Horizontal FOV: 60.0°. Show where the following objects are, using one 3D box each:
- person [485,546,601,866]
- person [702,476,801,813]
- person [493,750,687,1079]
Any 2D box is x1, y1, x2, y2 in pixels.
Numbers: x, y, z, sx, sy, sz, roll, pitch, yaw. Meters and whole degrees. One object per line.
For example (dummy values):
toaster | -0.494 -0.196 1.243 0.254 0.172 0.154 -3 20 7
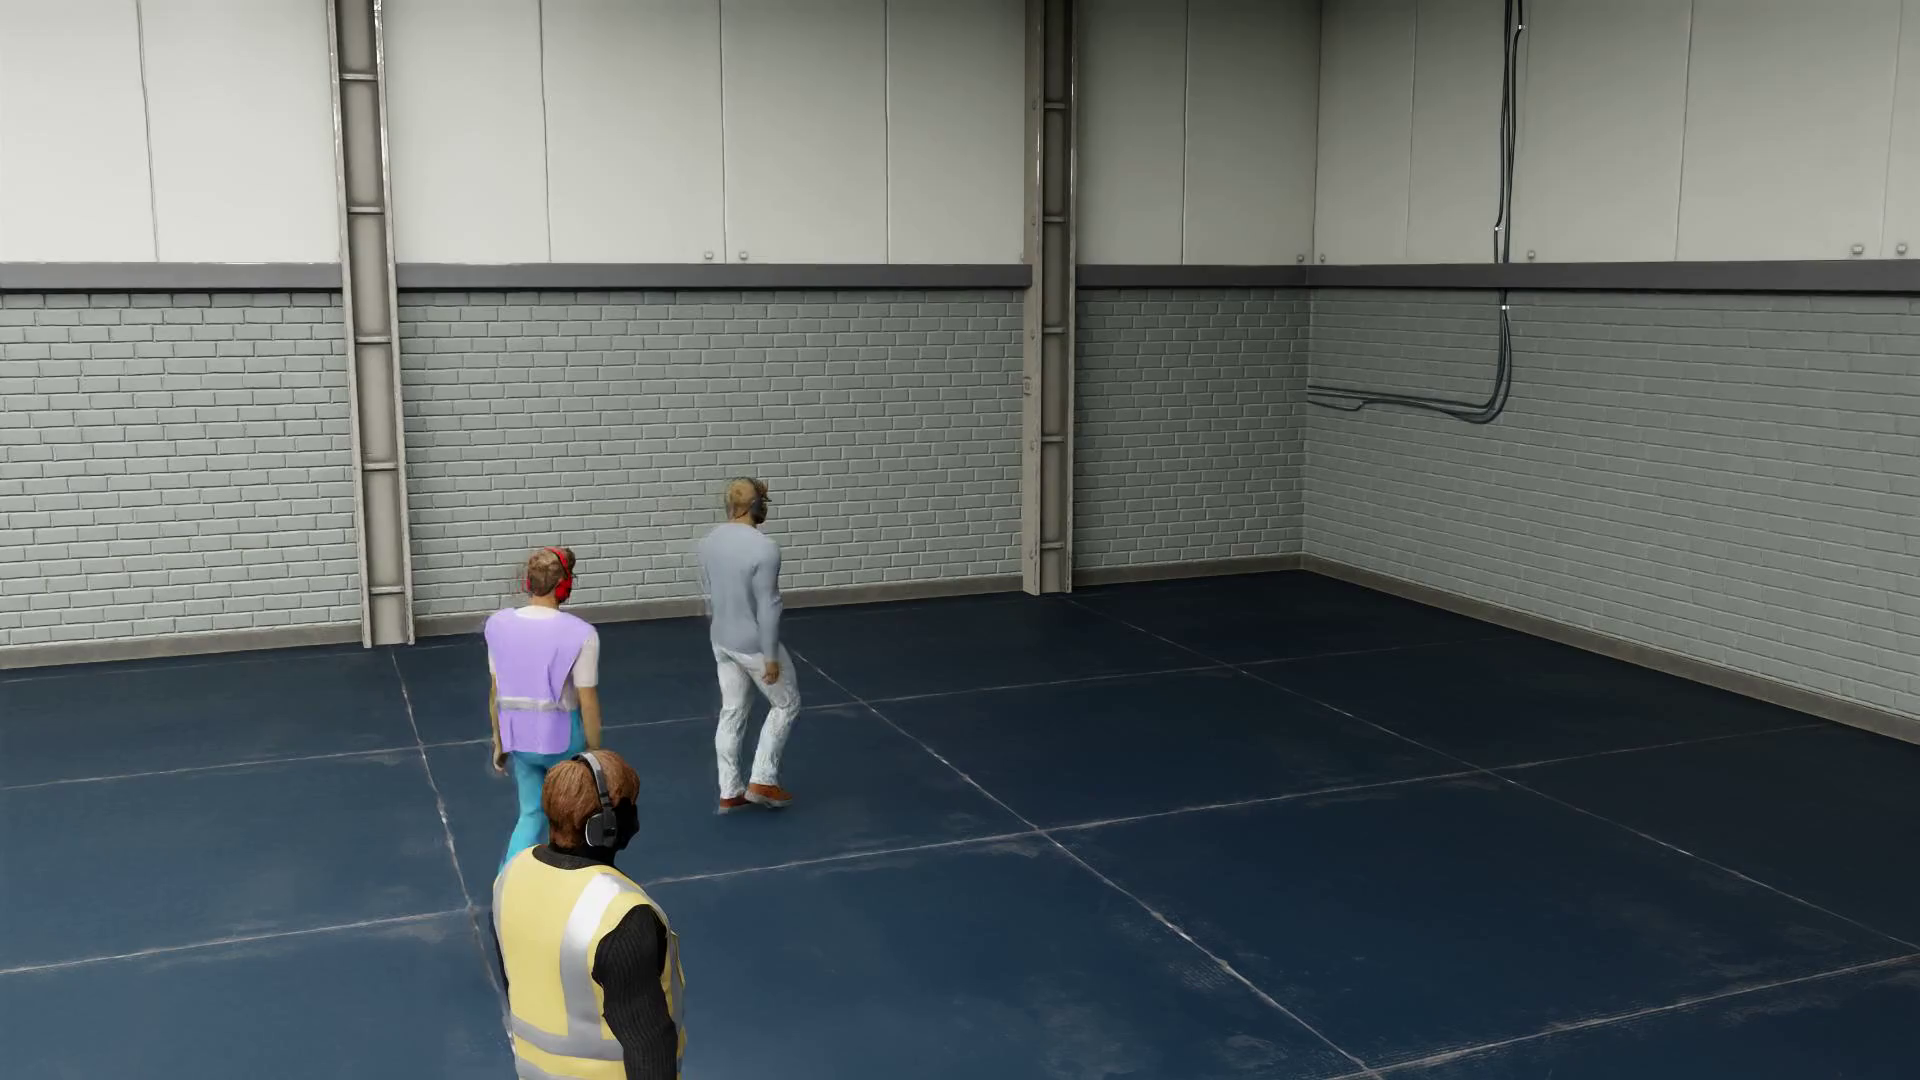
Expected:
person | -1.881 0.937 7.509 0.584 1.822 0.520 3 9 16
person | -1.167 0.593 9.389 0.644 1.919 0.531 9 12 43
person | -0.921 1.440 4.301 0.627 1.844 0.429 8 12 43
